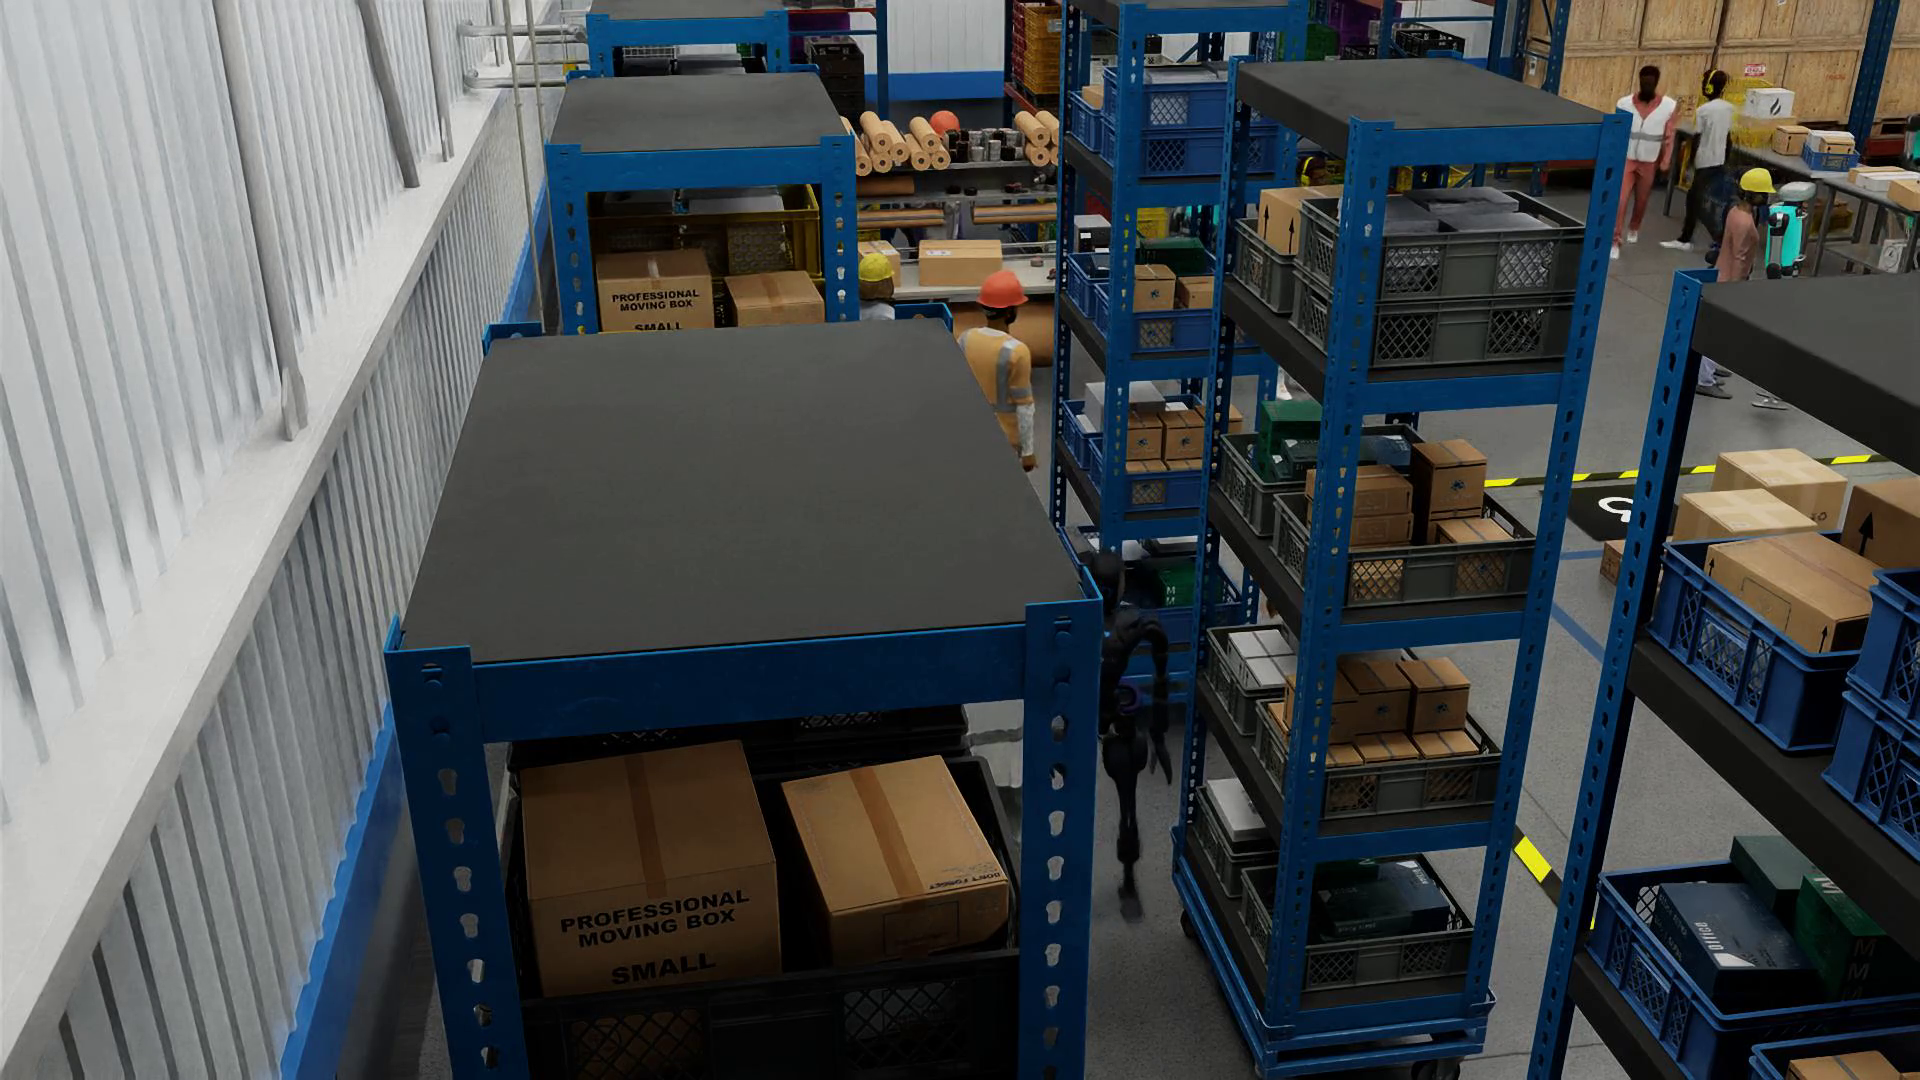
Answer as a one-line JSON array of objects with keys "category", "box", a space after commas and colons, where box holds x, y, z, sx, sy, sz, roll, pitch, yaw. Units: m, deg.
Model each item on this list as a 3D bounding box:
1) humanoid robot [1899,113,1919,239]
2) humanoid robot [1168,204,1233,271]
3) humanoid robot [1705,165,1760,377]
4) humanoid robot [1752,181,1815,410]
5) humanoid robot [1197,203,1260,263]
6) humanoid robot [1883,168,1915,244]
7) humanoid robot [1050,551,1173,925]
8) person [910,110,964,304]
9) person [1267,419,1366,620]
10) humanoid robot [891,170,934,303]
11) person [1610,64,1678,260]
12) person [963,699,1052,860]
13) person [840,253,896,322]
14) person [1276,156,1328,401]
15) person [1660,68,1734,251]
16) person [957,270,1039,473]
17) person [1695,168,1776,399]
[{"category": "humanoid robot", "box": [9.184, -3.240, 15.647, 0.530, 1.810, 0.792, -1, 25, -3]}, {"category": "humanoid robot", "box": [1.819, -2.237, 13.410, 0.547, 1.758, 0.826, 16, 29, 31]}, {"category": "humanoid robot", "box": [6.142, -2.164, 13.298, 0.315, 1.658, 0.599, 1, 25, 2]}, {"category": "humanoid robot", "box": [6.216, -1.764, 12.221, 0.735, 1.672, 0.533, 17, 30, 33]}, {"category": "humanoid robot", "box": [2.241, -2.382, 13.787, 0.610, 1.647, 0.350, 4, 25, 9]}, {"category": "humanoid robot", "box": [9.439, -3.614, 16.417, 0.537, 1.822, 0.679, -10, 27, -21]}, {"category": "humanoid robot", "box": [0.577, 0.815, 6.830, 0.610, 1.650, 0.346, 0, 25, -1]}, {"category": "person", "box": [-0.154, -2.471, 13.561, 0.384, 2.034, 0.604, 18, 30, 34]}, {"category": "person", "box": [1.748, 0.214, 7.938, 0.594, 1.851, 0.398, -4, 25, -8]}, {"category": "humanoid robot", "box": [-0.328, -2.914, 14.960, 0.596, 1.637, 0.642, -3, 25, -5]}, {"category": "person", "box": [6.812, -3.824, 16.687, 0.594, 1.887, 0.888, 9, 26, 18]}, {"category": "person", "box": [0.085, 0.911, 6.440, 0.563, 1.837, 0.397, -6, 25, -12]}, {"category": "person", "box": [-0.530, -0.984, 10.671, 0.485, 1.744, 0.294, 15, 29, 29]}, {"category": "person", "box": [2.627, -1.999, 12.727, 0.531, 1.869, 0.316, -15, 28, -29]}, {"category": "person", "box": [7.465, -3.714, 16.492, 0.517, 1.841, 0.770, -16, 29, -31]}, {"category": "person", "box": [0.223, -0.607, 9.620, 0.542, 1.939, 0.365, 22, 33, 39]}, {"category": "person", "box": [5.963, -1.982, 12.813, 0.324, 1.766, 0.532, 6, 25, 14]}]
